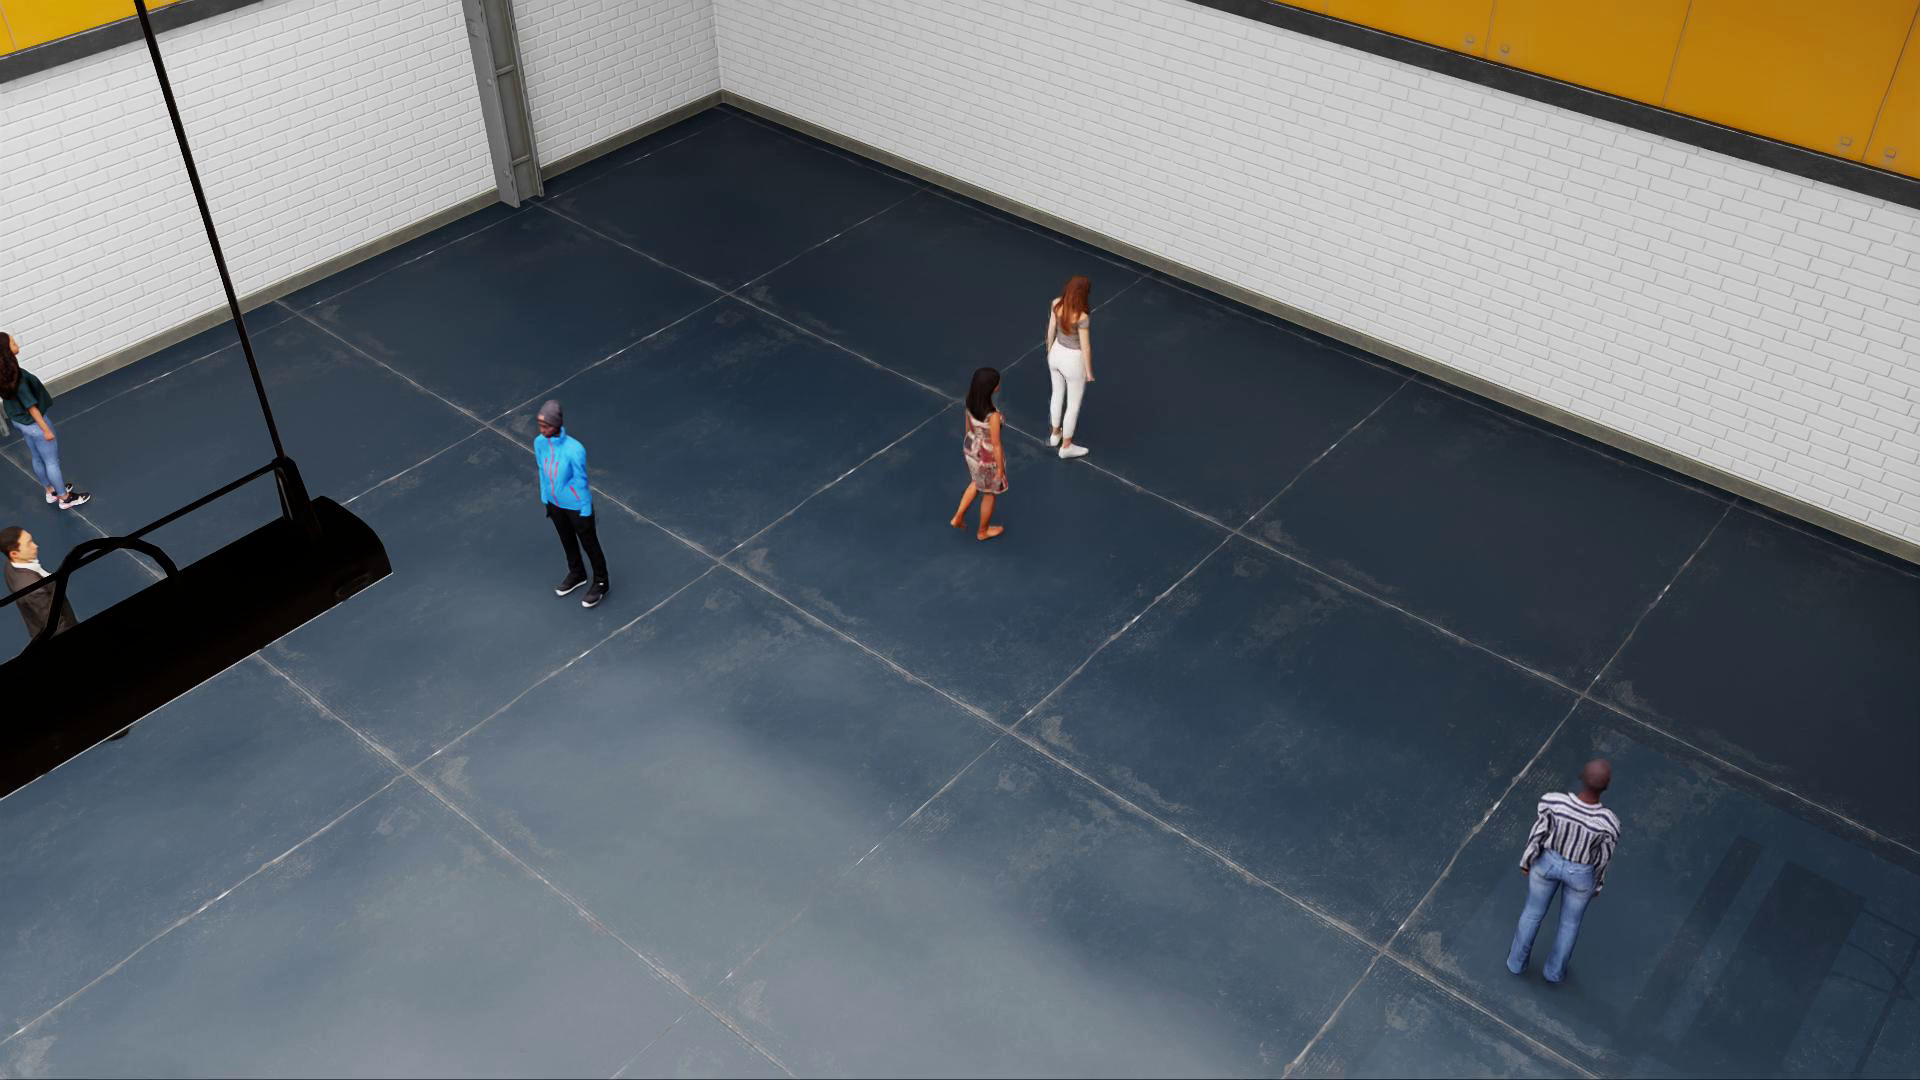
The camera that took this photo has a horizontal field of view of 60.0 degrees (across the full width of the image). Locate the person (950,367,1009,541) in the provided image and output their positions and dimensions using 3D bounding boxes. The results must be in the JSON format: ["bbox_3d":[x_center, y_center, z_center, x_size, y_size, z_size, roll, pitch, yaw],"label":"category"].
[{"bbox_3d":[0.114,-0.639,13.093,0.816,1.631,0.759,-23,44,-26],"label":"person"}]

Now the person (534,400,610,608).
[{"bbox_3d":[-2.924,-0.297,12.533,0.652,1.797,0.632,16,41,19],"label":"person"}]

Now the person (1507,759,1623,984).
[{"bbox_3d":[3.530,1.953,9.716,0.667,1.795,0.603,18,42,21],"label":"person"}]

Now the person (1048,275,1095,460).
[{"bbox_3d":[0.909,-1.519,14.127,0.667,1.716,0.608,27,46,30],"label":"person"}]

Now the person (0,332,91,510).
[{"bbox_3d":[-7.558,-0.972,13.522,0.608,1.617,0.604,24,44,27],"label":"person"}]

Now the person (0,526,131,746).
[{"bbox_3d":[-6.182,0.654,11.337,0.583,1.802,0.704,-30,47,-32],"label":"person"}]
